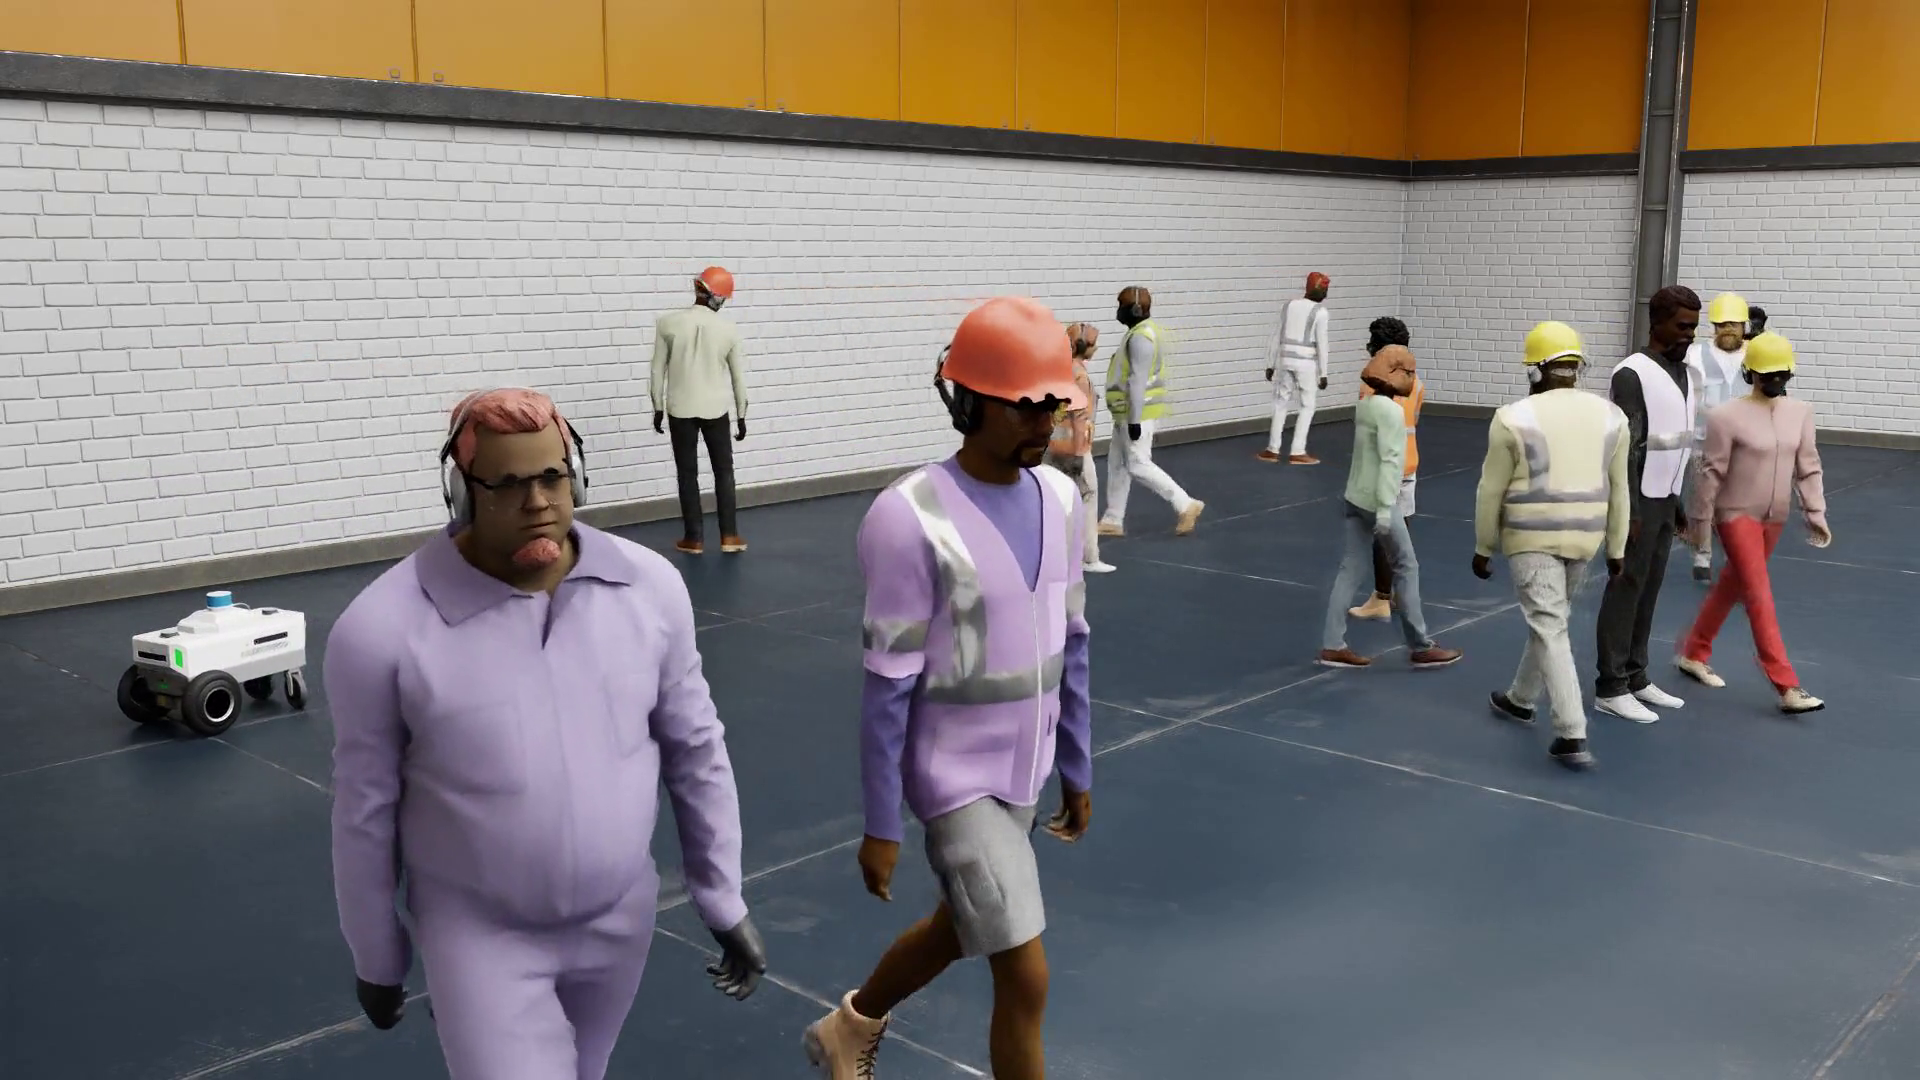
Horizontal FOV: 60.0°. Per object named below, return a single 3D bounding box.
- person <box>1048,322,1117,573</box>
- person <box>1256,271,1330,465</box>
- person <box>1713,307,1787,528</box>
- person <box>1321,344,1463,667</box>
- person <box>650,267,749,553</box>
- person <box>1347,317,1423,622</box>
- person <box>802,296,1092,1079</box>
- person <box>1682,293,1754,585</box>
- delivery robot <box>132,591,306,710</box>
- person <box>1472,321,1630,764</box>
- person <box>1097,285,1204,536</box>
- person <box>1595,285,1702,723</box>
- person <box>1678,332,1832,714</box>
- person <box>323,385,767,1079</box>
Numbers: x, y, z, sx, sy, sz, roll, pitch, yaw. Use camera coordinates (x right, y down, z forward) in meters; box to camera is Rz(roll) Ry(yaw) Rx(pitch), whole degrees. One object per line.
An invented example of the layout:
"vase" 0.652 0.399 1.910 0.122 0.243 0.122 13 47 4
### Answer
"person" 0.643 -0.574 10.550 0.665 1.614 0.509 -3 10 -17
"person" 3.216 -1.653 16.046 0.369 1.861 0.752 -9 13 -41
"person" 5.657 -0.835 11.908 0.545 1.645 0.862 -1 10 -6
"person" 2.150 -0.159 8.213 0.780 1.595 0.517 -1 10 -7
"person" -1.759 -0.859 11.266 0.666 1.951 0.443 -2 10 -11
"person" 2.375 -0.392 9.292 0.317 1.695 0.540 9 13 42
"person" -0.009 0.472 3.575 1.029 1.993 0.613 8 13 40
"person" 4.612 -0.579 10.051 0.614 1.800 0.731 3 10 17
"delivery robot" -3.266 0.470 7.367 0.477 0.478 0.707 5 11 27
"person" 2.435 -0.008 6.874 0.600 1.786 0.931 -2 10 -12
"person" 1.317 -0.901 11.861 0.801 1.819 0.637 1 10 6
"person" 3.052 -0.167 7.399 0.390 1.914 0.587 9 14 42
"person" 3.627 -0.092 7.565 0.524 1.701 0.938 -3 10 -18
"person" -0.749 0.646 2.942 0.642 1.863 0.985 -8 13 -39
